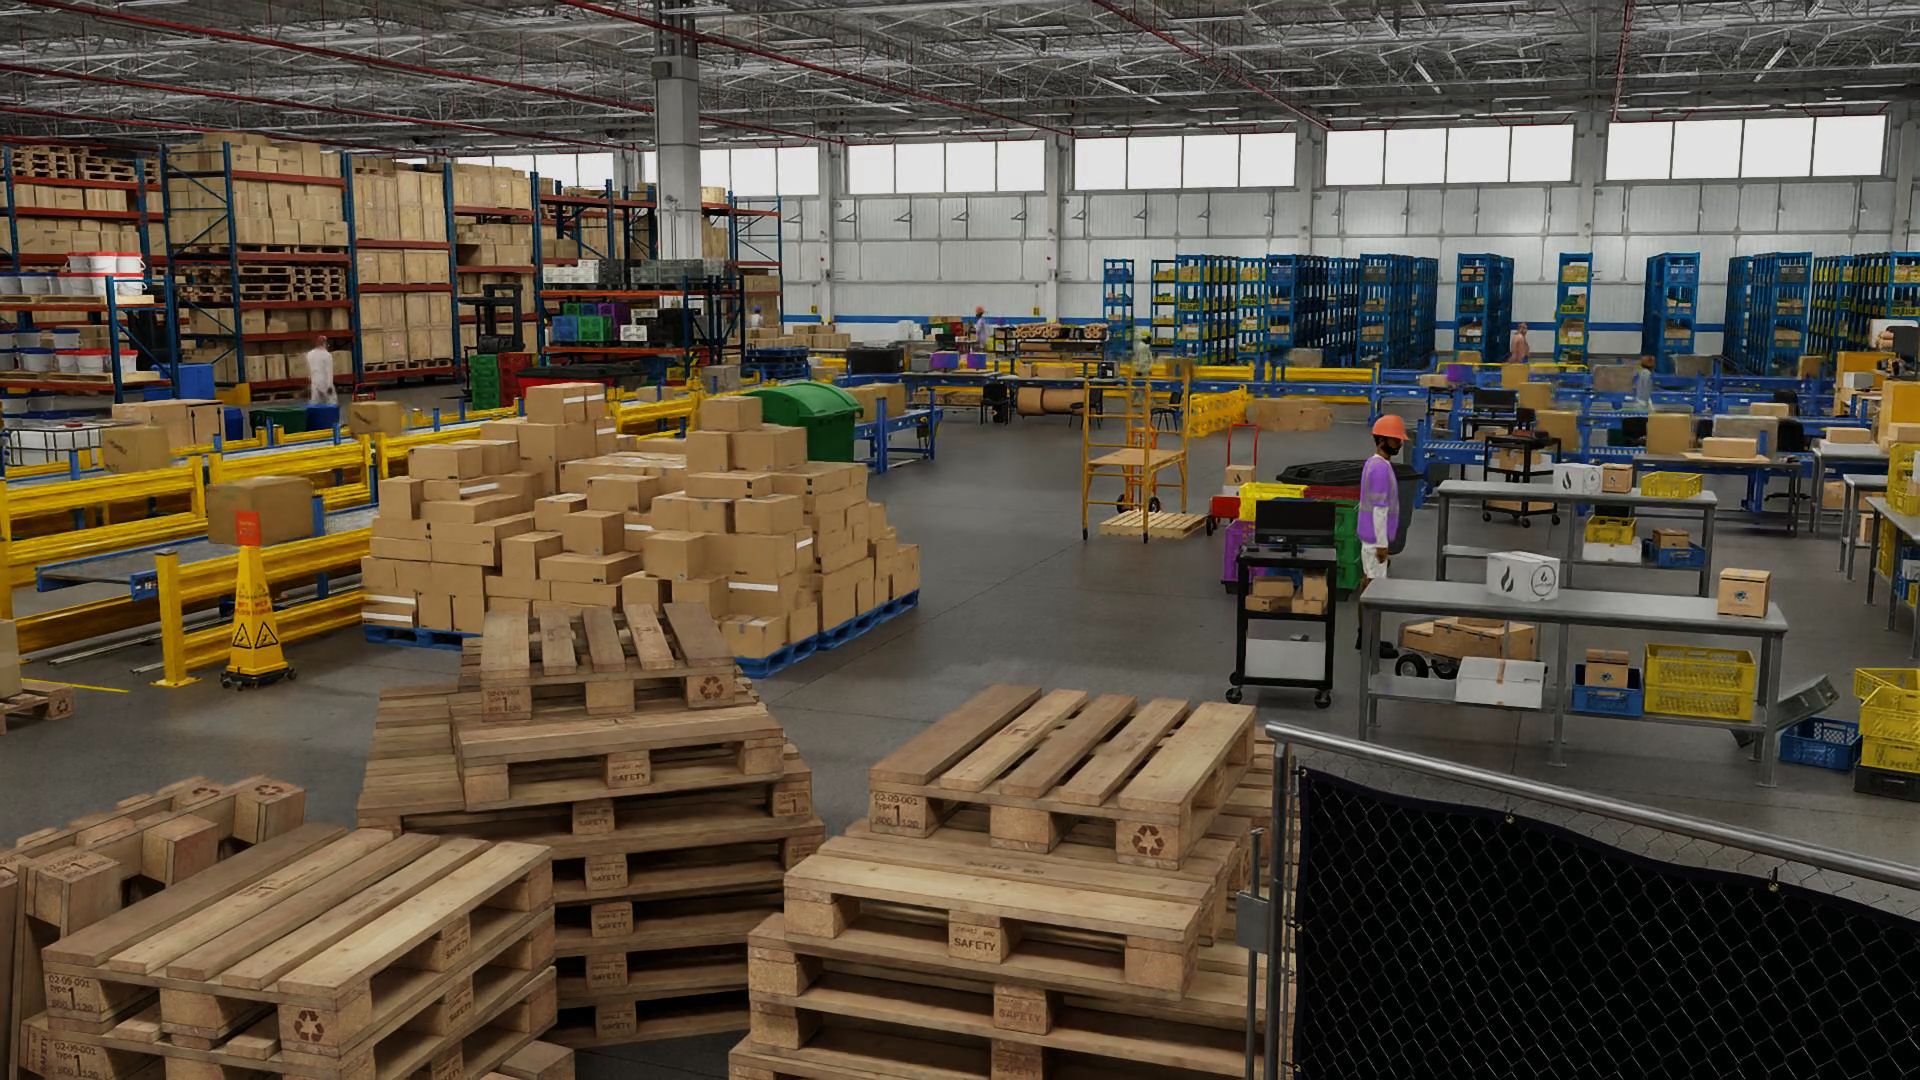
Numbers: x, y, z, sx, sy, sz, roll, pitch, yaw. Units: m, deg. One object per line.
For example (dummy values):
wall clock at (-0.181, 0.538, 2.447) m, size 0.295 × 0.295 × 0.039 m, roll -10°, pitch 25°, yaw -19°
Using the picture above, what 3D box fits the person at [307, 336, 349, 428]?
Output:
person at (-12.412, -3.035, 32.371) m, size 0.658 × 1.863 × 0.997 m, roll 4°, pitch 10°, yaw 24°

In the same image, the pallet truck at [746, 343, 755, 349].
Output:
pallet truck at (-6.183, -4.618, 44.264) m, size 1.601 × 1.201 × 0.680 m, roll -9°, pitch 12°, yaw -43°

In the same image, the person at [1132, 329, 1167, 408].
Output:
person at (4.304, -3.906, 38.015) m, size 0.893 × 1.786 × 0.617 m, roll 1°, pitch 9°, yaw 4°

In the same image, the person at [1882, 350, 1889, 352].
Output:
person at (20.295, -3.637, 36.563) m, size 0.918 × 1.720 × 0.530 m, roll 6°, pitch 11°, yaw 34°

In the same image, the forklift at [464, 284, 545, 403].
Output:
forklift at (-10.832, -4.702, 39.610) m, size 1.129 × 2.768 × 1.873 m, roll 3°, pitch 10°, yaw 20°

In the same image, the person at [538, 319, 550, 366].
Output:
person at (-12.272, -5.650, 49.051) m, size 0.309 × 1.769 × 0.533 m, roll -5°, pitch 10°, yaw -27°

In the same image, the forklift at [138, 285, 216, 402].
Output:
forklift at (-17.480, -4.200, 36.461) m, size 1.873 × 2.768 × 1.129 m, roll 3°, pitch 10°, yaw 19°

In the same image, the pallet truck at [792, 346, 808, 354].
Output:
pallet truck at (-3.705, -4.298, 42.022) m, size 0.653 × 1.274 × 1.630 m, roll 3°, pitch 10°, yaw 20°

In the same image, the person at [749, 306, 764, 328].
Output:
person at (-7.461, -7.579, 60.684) m, size 0.600 × 1.921 × 0.743 m, roll 3°, pitch 10°, yaw 20°

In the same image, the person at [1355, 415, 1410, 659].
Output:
person at (3.359, -0.033, 13.265) m, size 0.376 × 1.933 × 0.545 m, roll 2°, pitch 9°, yaw 10°

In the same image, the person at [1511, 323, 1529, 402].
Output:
person at (13.383, -4.231, 39.728) m, size 0.406 × 1.901 × 0.639 m, roll 0°, pitch 9°, yaw 0°

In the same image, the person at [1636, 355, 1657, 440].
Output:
person at (12.325, -2.505, 29.776) m, size 0.521 × 1.613 × 0.517 m, roll 1°, pitch 9°, yaw 9°

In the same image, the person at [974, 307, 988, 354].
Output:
person at (0.740, -6.613, 54.365) m, size 0.985 × 2.011 × 0.618 m, roll 1°, pitch 9°, yaw 5°
